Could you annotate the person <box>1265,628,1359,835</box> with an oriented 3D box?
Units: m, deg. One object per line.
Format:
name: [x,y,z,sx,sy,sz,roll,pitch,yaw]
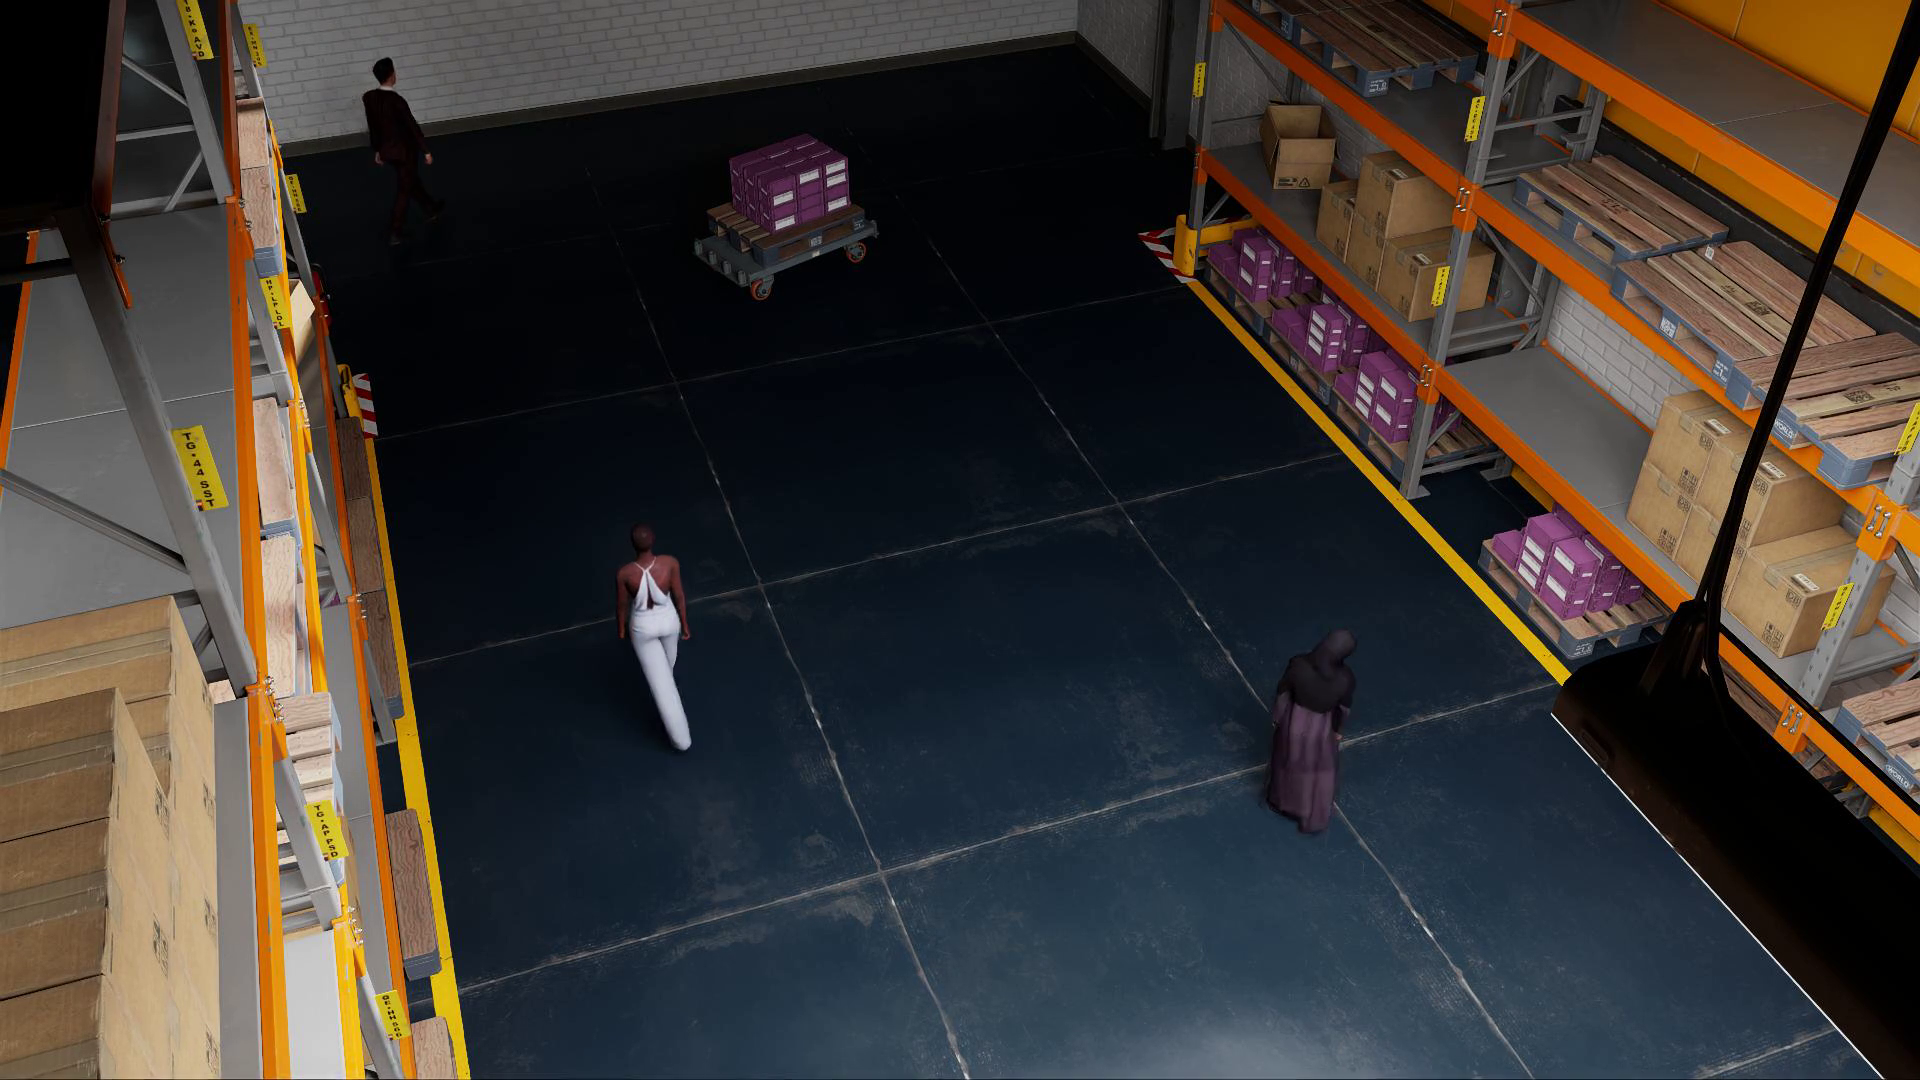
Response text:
person: [2.160,1.141,10.450,0.813,1.598,0.861,0,39,0]

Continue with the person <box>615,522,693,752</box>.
person: [-1.970,0.681,10.917,0.666,1.736,1.107,-17,42,-20]

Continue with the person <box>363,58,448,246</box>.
person: [-5.588,-3.794,16.456,1.227,1.817,1.290,16,41,19]
